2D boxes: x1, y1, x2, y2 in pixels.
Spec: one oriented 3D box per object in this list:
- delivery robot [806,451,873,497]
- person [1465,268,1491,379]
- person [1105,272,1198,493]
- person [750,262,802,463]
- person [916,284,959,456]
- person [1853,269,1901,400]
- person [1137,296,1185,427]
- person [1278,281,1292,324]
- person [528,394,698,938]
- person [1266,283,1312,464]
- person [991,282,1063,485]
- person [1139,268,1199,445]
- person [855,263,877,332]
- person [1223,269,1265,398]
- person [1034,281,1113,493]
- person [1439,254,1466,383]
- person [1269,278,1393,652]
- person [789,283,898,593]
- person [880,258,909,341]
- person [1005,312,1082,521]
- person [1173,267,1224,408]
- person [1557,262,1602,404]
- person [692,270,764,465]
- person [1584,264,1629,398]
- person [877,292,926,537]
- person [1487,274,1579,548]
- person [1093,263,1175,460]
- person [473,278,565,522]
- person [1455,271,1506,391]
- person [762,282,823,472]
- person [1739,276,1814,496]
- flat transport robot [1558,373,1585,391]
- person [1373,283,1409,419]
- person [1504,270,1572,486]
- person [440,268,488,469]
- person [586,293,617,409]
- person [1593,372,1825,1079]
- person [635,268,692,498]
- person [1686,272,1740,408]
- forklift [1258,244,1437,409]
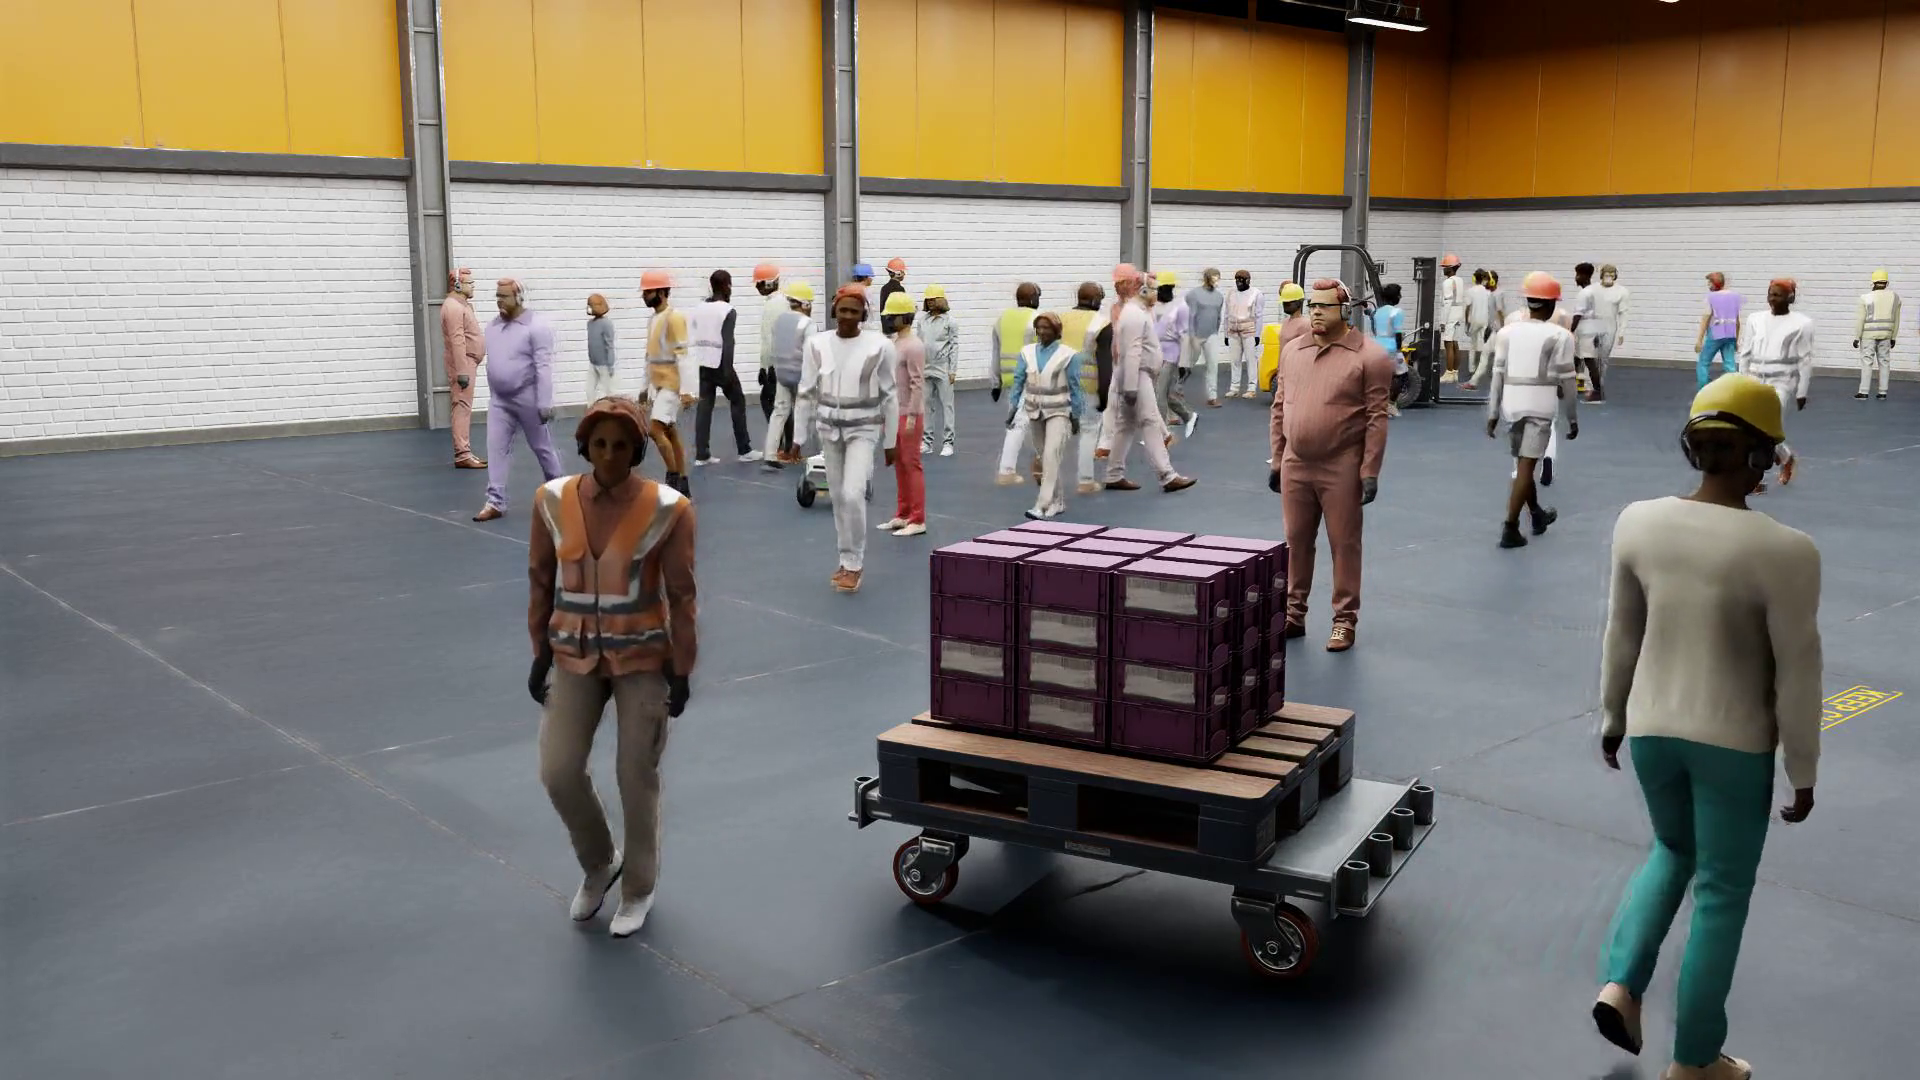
[{"bbox_3d":[-0.972,-0.603,13.540,0.477,0.478,0.707,3,10,18],"label":"delivery robot"},{"bbox_3d":[8.647,-3.597,27.621,0.527,1.837,0.900,2,10,13],"label":"person"},{"bbox_3d":[1.632,-1.342,14.262,0.804,1.873,0.675,0,10,2],"label":"person"},{"bbox_3d":[-1.847,-1.725,16.263,0.669,1.961,0.647,2,10,11],"label":"person"},{"bbox_3d":[-0.251,-1.724,16.907,0.490,1.744,0.295,5,11,27],"label":"person"},{"bbox_3d":[12.857,-2.874,23.369,0.591,1.833,0.404,1,10,3],"label":"person"},{"bbox_3d":[2.283,-2.123,19.692,0.841,1.589,0.512,-4,10,-22],"label":"person"},{"bbox_3d":[5.197,-3.311,26.513,0.280,1.631,0.515,9,13,43],"label":"person"},{"bbox_3d":[-1.028,0.382,4.910,0.531,1.619,0.375,1,10,8],"label":"person"},{"bbox_3d":[3.187,-1.578,15.997,0.318,1.764,0.522,-3,10,-17],"label":"person"},{"bbox_3d":[0.646,-1.405,14.897,0.637,1.782,0.999,10,14,44],"label":"person"},{"bbox_3d":[2.272,-1.972,17.909,0.773,1.901,0.592,-5,11,-29],"label":"person"},{"bbox_3d":[-1.310,-2.688,21.995,0.489,1.931,0.631,-5,11,-26],"label":"person"},{"bbox_3d":[4.034,-2.937,23.764,0.619,1.836,0.431,7,12,36],"label":"person"},{"bbox_3d":[0.970,-1.269,14.044,0.661,1.815,0.643,7,12,37],"label":"person"},{"bbox_3d":[7.824,-3.530,26.599,0.381,2.045,0.605,7,12,37],"label":"person"},{"bbox_3d":[1.870,-0.385,8.581,0.639,1.910,0.407,8,12,39],"label":"person"},{"bbox_3d":[-0.712,-0.606,10.011,0.603,1.856,0.686,4,10,21],"label":"person"},{"bbox_3d":[-0.885,-2.890,22.995,0.377,1.995,0.608,-6,11,-32],"label":"person"},{"bbox_3d":[0.622,-0.925,12.663,0.534,1.598,0.849,7,12,34],"label":"person"},{"bbox_3d":[3.263,-2.754,22.530,0.649,1.891,1.023,-4,11,-23],"label":"person"},{"bbox_3d":[8.473,-2.847,22.922,0.948,1.924,0.633,7,12,35],"label":"person"},{"bbox_3d":[-2.292,-1.684,16.274,0.594,1.883,0.861,8,12,38],"label":"person"},{"bbox_3d":[9.021,-2.902,23.340,0.639,1.897,0.924,3,10,18],"label":"person"},{"bbox_3d":[-0.426,-0.910,12.093,0.324,1.762,0.537,-4,10,-21],"label":"person"},{"bbox_3d":[4.081,-0.913,11.738,0.988,1.882,0.568,-9,13,-42],"label":"person"},{"bbox_3d":[1.727,-1.783,16.615,0.955,1.965,0.609,-7,12,-36],"label":"person"},{"bbox_3d":[-3.436,-1.112,12.989,0.654,1.866,0.971,4,10,22],"label":"person"},{"bbox_3d":[7.986,-3.106,24.822,1.018,1.806,0.606,3,10,15],"label":"person"},{"bbox_3d":[-1.529,-1.532,15.675,0.599,1.789,0.928,8,12,38],"label":"person"},{"bbox_3d":[6.981,-1.317,14.203,0.816,1.863,0.578,-6,11,-31],"label":"person"},{"bbox_3d":[9.167,-2.400,25.163,0.652,0.197,1.431,3,10,19],"label":"flat transport robot"},{"bbox_3d":[5.339,-2.323,20.553,0.436,1.682,0.552,-4,11,-24],"label":"person"},{"bbox_3d":[5.110,-1.435,14.750,0.588,1.899,0.803,2,10,11],"label":"person"},{"bbox_3d":[-4.734,-1.637,15.918,0.408,1.908,0.646,-3,10,-15],"label":"person"},{"bbox_3d":[-4.002,-1.982,18.820,0.684,1.615,0.503,-9,13,-42],"label":"person"},{"bbox_3d":[1.809,0.472,4.010,0.379,1.744,0.552,-6,12,-33],"label":"person"},{"bbox_3d":[-2.461,-1.270,13.722,0.536,1.917,0.578,-6,11,-31],"label":"person"},{"bbox_3d":[10.004,-2.626,21.986,0.669,1.805,0.587,-3,10,-15],"label":"person"},{"bbox_3d":[5.256,-2.933,22.661,2.313,2.155,1.214,3,10,16],"label":"forklift"}]
